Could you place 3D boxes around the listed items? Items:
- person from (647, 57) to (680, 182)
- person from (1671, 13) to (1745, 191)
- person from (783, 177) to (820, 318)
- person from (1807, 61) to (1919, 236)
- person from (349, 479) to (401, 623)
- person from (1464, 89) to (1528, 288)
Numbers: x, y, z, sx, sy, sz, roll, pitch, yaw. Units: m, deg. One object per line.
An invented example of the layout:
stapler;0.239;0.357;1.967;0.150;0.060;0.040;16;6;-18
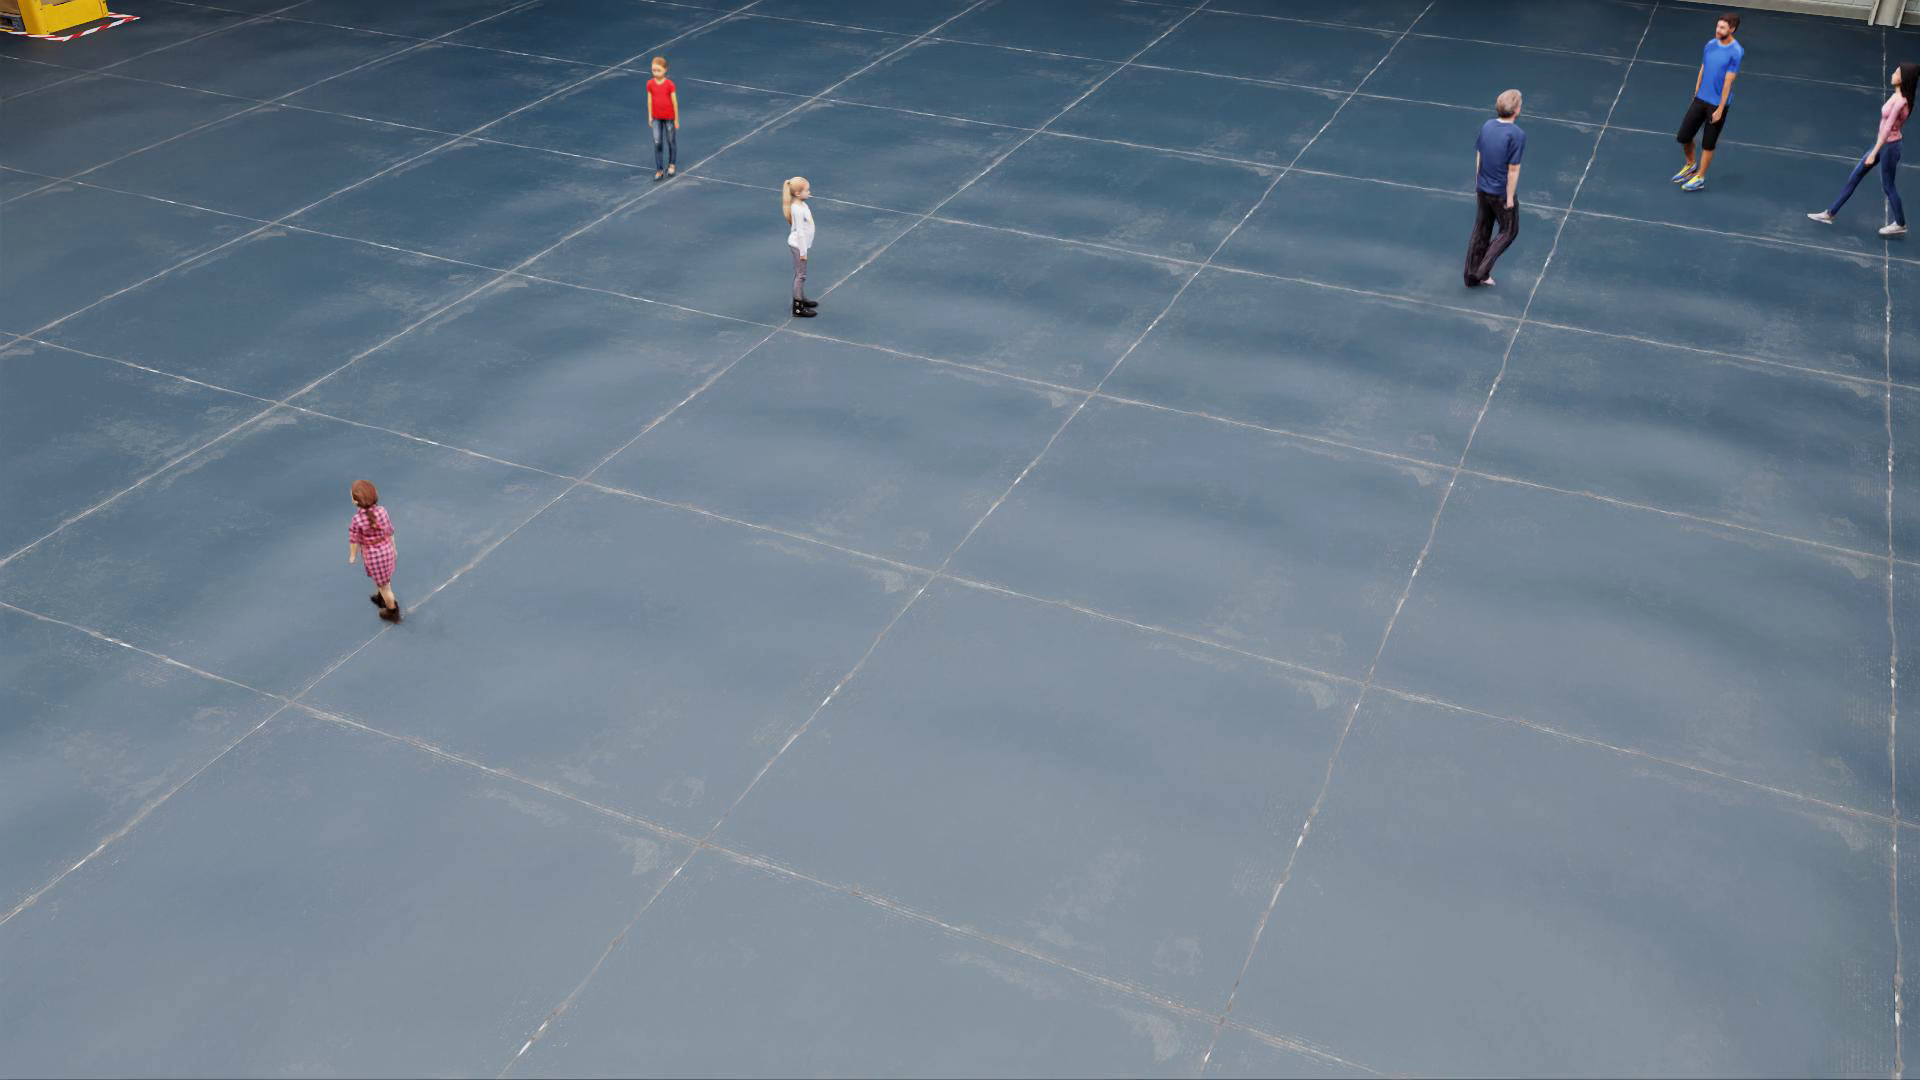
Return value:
person;-3.173;-4.570;17.918;0.750;1.296;0.719;2;32;3
person;7.947;-4.586;17.420;0.783;1.855;0.703;-18;36;-26
person;-1.436;-2.636;14.871;0.603;1.277;0.561;-3;32;-5
person;9.162;-3.789;16.310;1.162;1.692;0.674;11;34;17
person;-3.768;0.090;10.800;0.603;1.010;0.482;19;37;28
person;4.816;-3.148;15.133;0.855;1.863;0.759;-18;36;-26
